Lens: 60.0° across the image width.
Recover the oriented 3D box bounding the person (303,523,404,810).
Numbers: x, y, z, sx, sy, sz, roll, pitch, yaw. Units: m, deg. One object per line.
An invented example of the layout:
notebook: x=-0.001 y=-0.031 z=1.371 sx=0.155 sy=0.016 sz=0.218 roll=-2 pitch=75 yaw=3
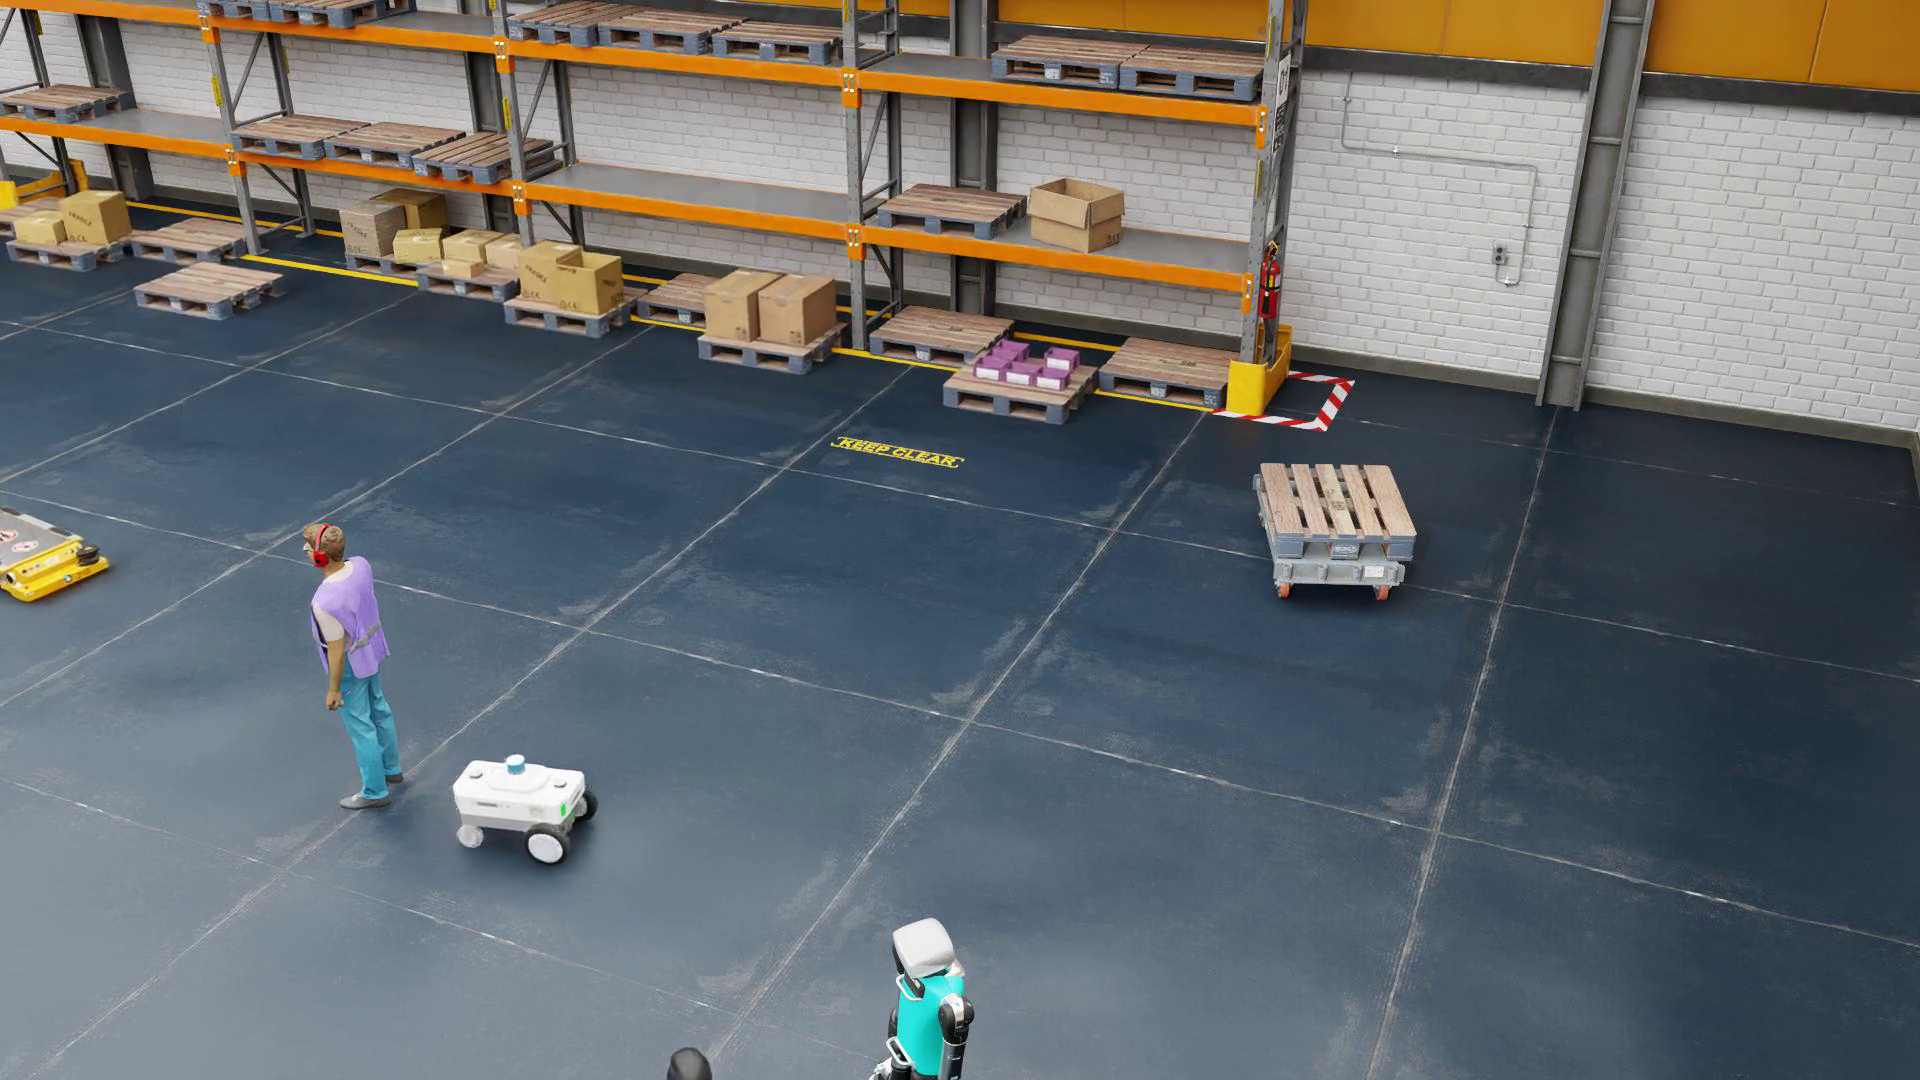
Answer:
person: x=-3.558 y=0.739 z=9.779 sx=0.381 sy=1.844 sz=0.569 roll=2 pitch=27 yaw=4

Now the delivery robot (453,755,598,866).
delivery robot: x=-2.553 y=1.517 z=9.663 sx=0.756 sy=0.580 sz=0.499 roll=5 pitch=28 yaw=9

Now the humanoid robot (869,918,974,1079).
humanoid robot: x=-0.328 y=2.315 z=6.695 sx=0.735 sy=1.677 sz=0.533 roll=-13 pitch=30 yaw=-23

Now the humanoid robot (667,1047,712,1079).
humanoid robot: x=-1.000 y=2.580 z=6.394 sx=0.584 sy=1.648 sz=0.449 roll=-15 pitch=31 yaw=-26

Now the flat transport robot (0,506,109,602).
flat transport robot: x=-7.269 y=0.092 z=12.753 sx=1.431 sy=0.231 sz=0.659 roll=16 pitch=31 yaw=28
